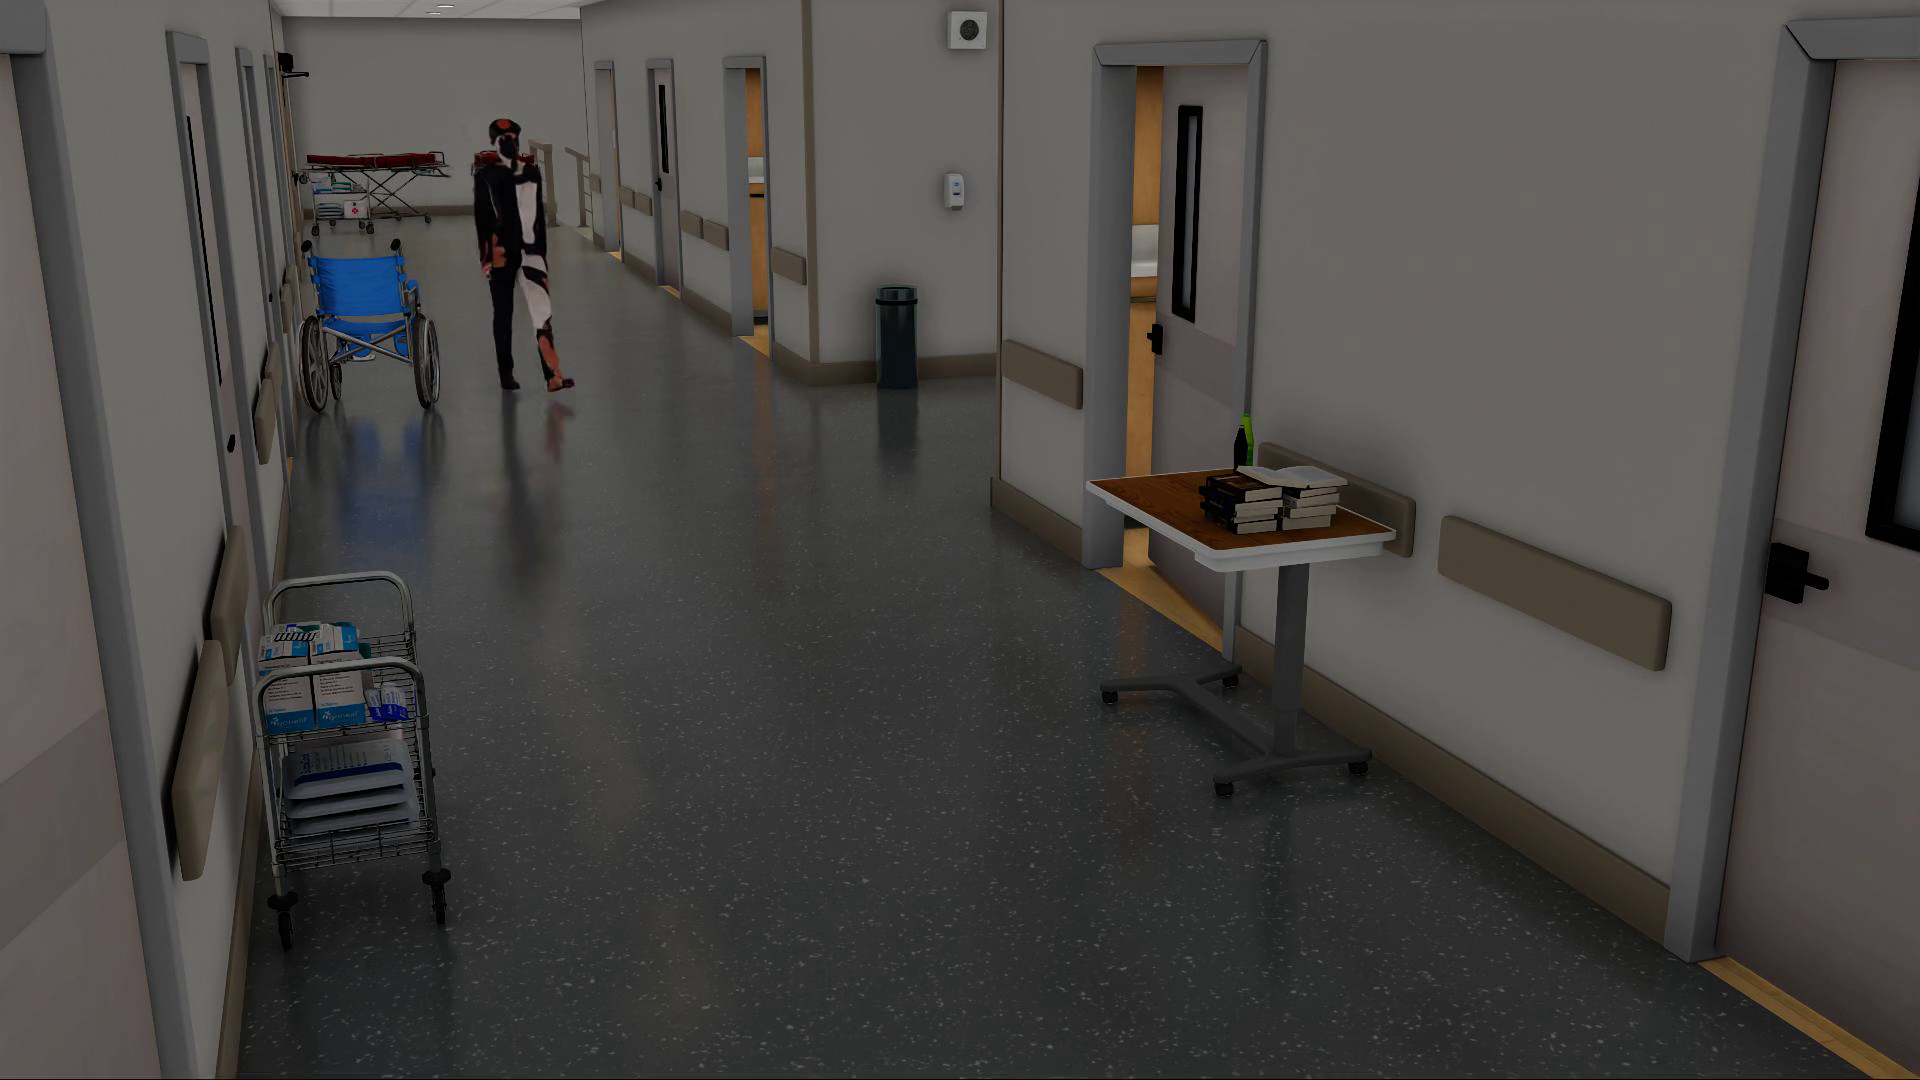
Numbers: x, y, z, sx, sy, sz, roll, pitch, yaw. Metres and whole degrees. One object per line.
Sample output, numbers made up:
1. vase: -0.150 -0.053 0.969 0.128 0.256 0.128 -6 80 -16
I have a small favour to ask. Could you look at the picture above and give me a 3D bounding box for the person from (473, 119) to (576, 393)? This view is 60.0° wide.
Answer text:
1. person: -3.145 -1.957 11.595 0.882 1.865 1.091 -12 19 -36
